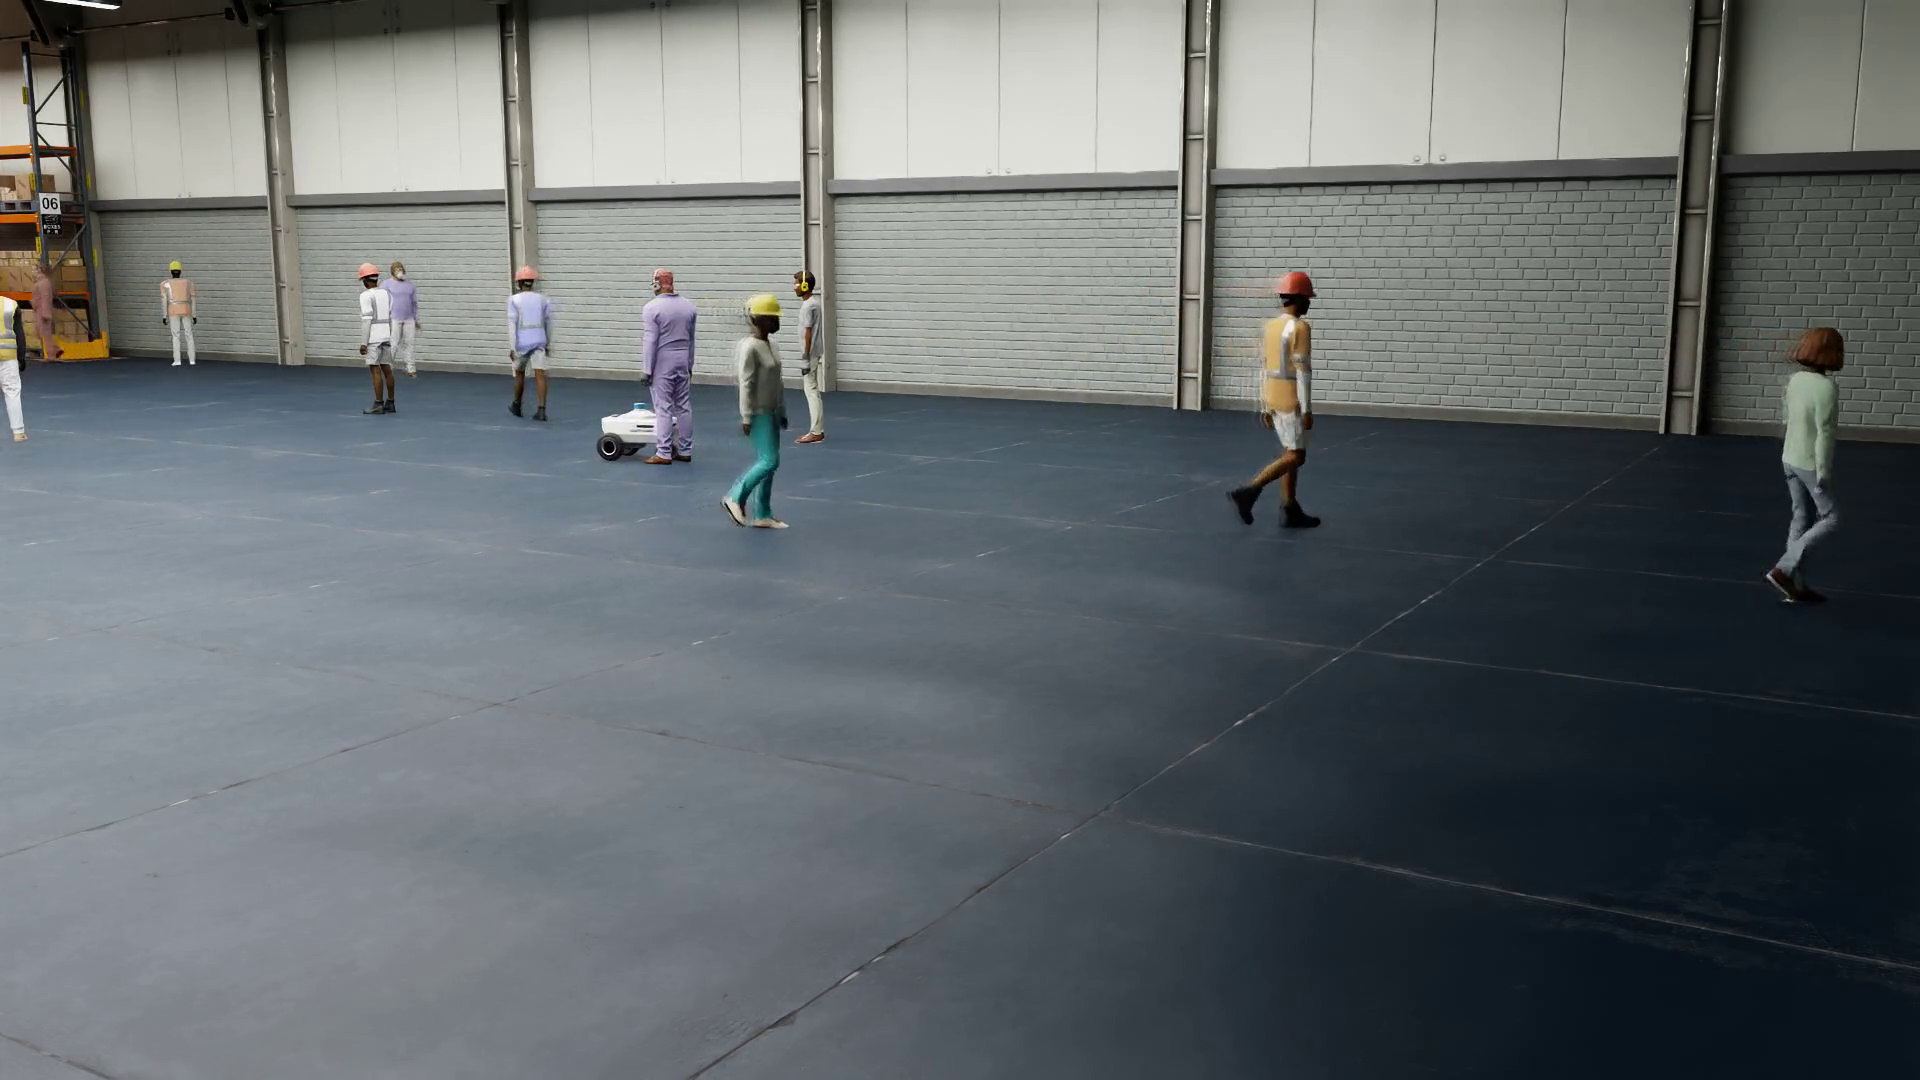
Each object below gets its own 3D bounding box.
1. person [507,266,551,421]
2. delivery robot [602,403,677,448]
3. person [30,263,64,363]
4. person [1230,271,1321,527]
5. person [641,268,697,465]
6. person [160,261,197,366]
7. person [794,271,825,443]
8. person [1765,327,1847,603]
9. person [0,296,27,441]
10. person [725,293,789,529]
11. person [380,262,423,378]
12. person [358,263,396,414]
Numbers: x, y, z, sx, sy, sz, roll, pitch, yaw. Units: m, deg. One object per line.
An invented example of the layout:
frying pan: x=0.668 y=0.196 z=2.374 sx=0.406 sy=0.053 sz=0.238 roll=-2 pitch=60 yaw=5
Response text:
person: x=-5.368 y=-2.438 z=20.651 sx=0.573 sy=1.884 sz=0.972 roll=-6 pitch=12 yaw=-32
delivery robot: x=-3.189 y=-1.122 z=16.577 sx=0.707 sy=0.478 sz=0.477 roll=2 pitch=10 yaw=11
person: x=-17.346 y=-4.284 z=31.435 sx=0.415 sy=1.898 sz=0.663 roll=-4 pitch=11 yaw=-23
person: x=2.357 y=-1.015 z=12.248 sx=0.698 sy=1.919 sz=0.559 roll=-2 pitch=10 yaw=-13
person: x=-2.861 y=-1.684 z=16.212 sx=0.409 sy=1.903 sz=0.639 roll=7 pitch=12 yaw=36
person: x=-14.417 y=-4.173 z=30.704 sx=0.591 sy=1.926 sz=0.386 roll=-7 pitch=12 yaw=-35
person: x=-1.642 y=-1.986 z=18.102 sx=0.311 sy=1.863 sz=0.509 roll=0 pitch=10 yaw=1
person: x=4.935 y=-0.421 z=9.622 sx=0.339 sy=1.616 sz=0.517 roll=0 pitch=10 yaw=-1
person: x=-10.497 y=-1.974 z=18.080 sx=0.627 sy=1.844 sz=0.429 roll=-6 pitch=11 yaw=-30
person: x=-1.449 y=-0.928 z=12.229 sx=0.394 sy=1.755 sz=0.528 roll=3 pitch=10 yaw=15
person: x=-9.255 y=-3.625 z=27.545 sx=0.684 sy=1.928 sz=0.584 roll=-9 pitch=13 yaw=-44
person: x=-7.508 y=-2.572 z=21.331 sx=0.375 sy=1.927 sz=0.543 roll=3 pitch=10 yaw=18
